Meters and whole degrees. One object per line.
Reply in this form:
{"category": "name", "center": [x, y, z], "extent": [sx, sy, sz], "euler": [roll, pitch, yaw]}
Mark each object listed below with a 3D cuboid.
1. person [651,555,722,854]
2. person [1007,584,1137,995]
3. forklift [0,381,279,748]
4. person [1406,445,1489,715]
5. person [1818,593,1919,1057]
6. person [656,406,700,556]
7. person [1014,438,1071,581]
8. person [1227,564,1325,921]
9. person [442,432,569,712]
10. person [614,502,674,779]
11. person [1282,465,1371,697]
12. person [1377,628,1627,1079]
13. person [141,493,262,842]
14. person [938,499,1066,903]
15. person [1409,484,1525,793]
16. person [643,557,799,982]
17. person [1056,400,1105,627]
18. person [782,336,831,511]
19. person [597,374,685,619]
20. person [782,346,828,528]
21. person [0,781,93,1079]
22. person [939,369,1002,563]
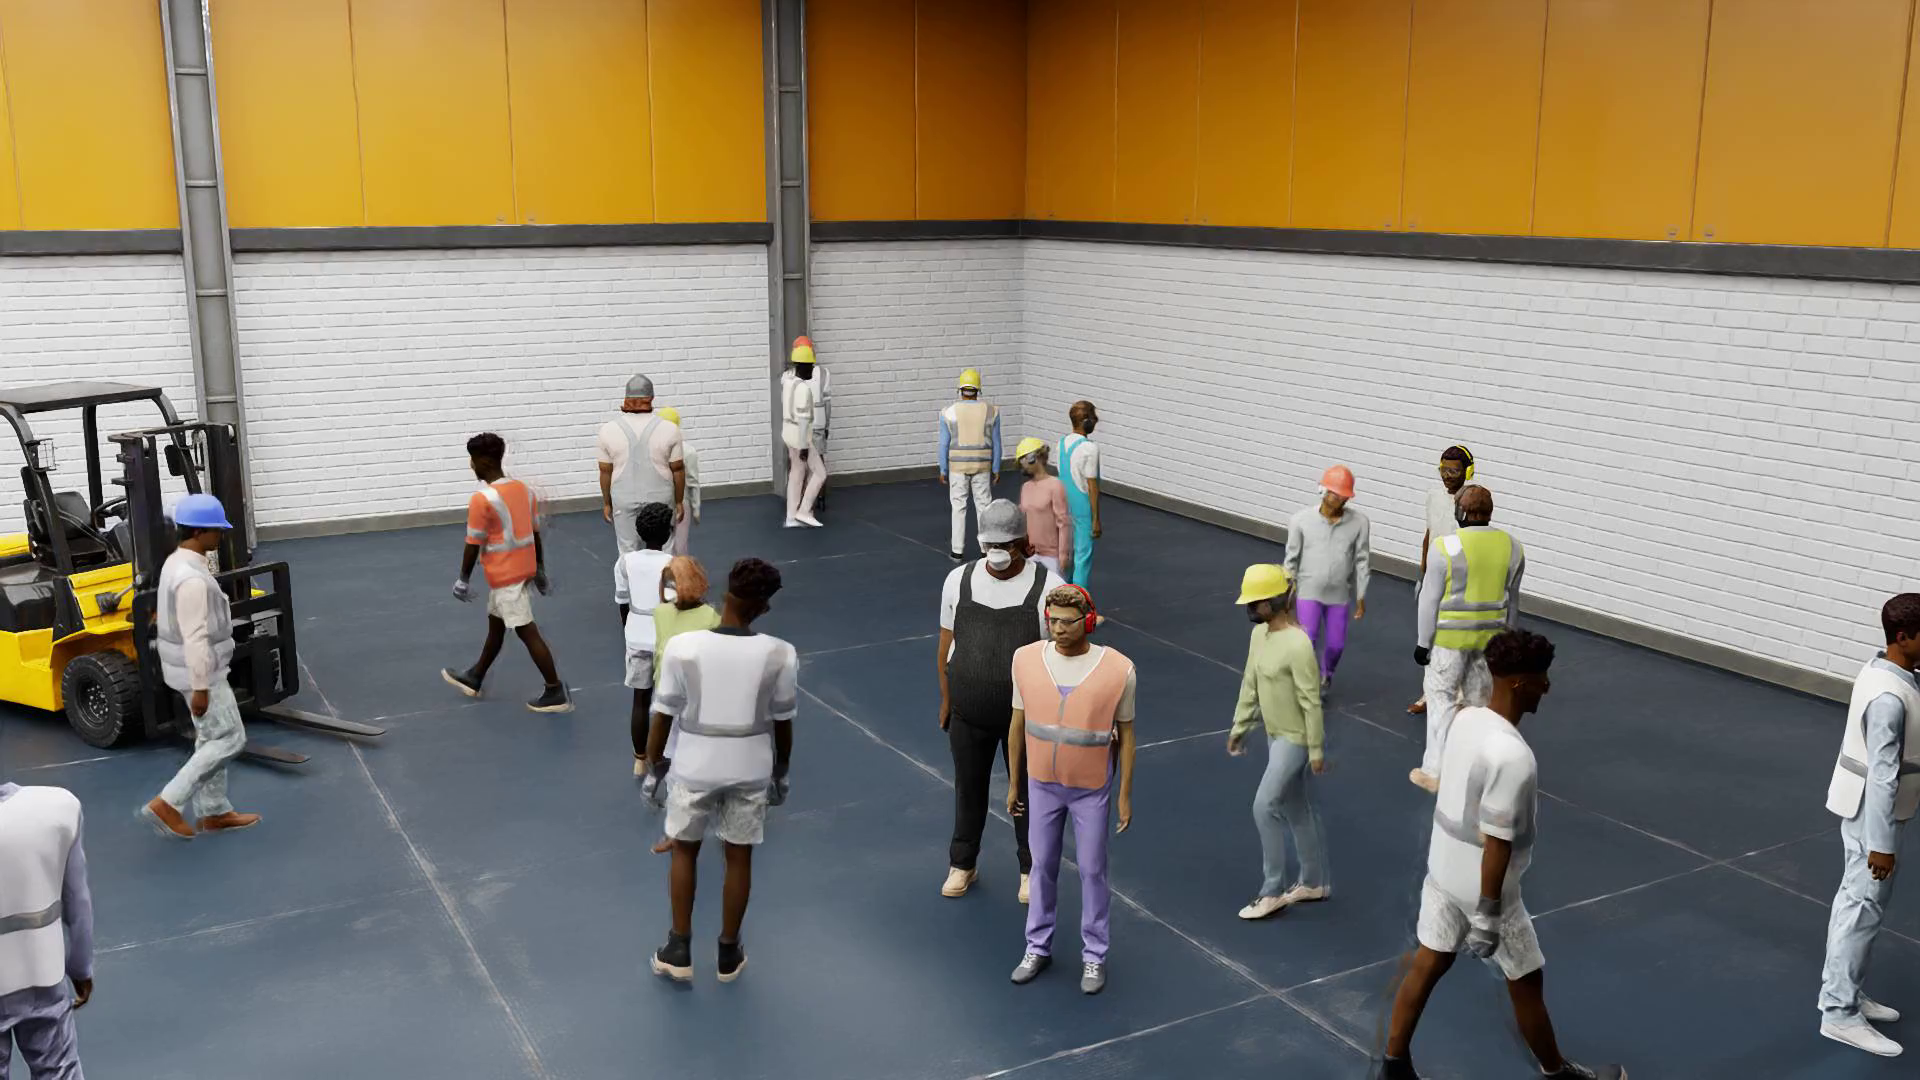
{"category": "person", "center": [-1.406, 0.856, 8.964], "extent": [0.504, 1.614, 0.606], "euler": [9, 15, 36]}
{"category": "person", "center": [0.490, 1.081, 7.351], "extent": [0.572, 1.843, 0.373], "euler": [4, 13, 19]}
{"category": "forklift", "center": [-5.853, 0.085, 11.199], "extent": [2.313, 2.155, 1.214], "euler": [7, 14, 28]}
{"category": "person", "center": [3.249, 0.288, 11.049], "extent": [0.327, 1.862, 0.511], "euler": [-9, 15, -37]}
{"category": "person", "center": [3.794, 1.144, 6.886], "extent": [0.377, 1.917, 0.600], "euler": [6, 14, 27]}
{"category": "person", "center": [-2.443, -0.288, 14.053], "extent": [0.535, 1.736, 0.569], "euler": [2, 12, 9]}
{"category": "person", "center": [0.628, 0.114, 12.211], "extent": [0.346, 1.718, 0.626], "euler": [-8, 15, -35]}
{"category": "person", "center": [1.527, 0.972, 8.121], "extent": [0.655, 1.731, 0.540], "euler": [-2, 12, -11]}
{"category": "person", "center": [-3.122, 0.220, 11.232], "extent": [1.039, 1.899, 0.599], "euler": [3, 12, 12]}
{"category": "person", "center": [-1.793, 0.614, 9.896], "extent": [0.535, 1.697, 0.318], "euler": [5, 13, 23]}
{"category": "person", "center": [2.448, 0.324, 11.205], "extent": [0.582, 1.728, 0.626], "euler": [0, 12, 0]}
{"category": "person", "center": [2.067, 1.267, 6.324], "extent": [0.998, 1.909, 0.631], "euler": [-1, 12, -7]}
{"category": "person", "center": [-4.116, 0.704, 8.958], "extent": [0.519, 1.918, 0.611], "euler": [-8, 14, -32]}
{"category": "person", "center": [0.199, 0.799, 8.215], "extent": [0.674, 2.000, 0.535], "euler": [3, 12, 13]}
{"category": "person", "center": [2.959, 0.582, 9.746], "extent": [0.636, 1.830, 0.429], "euler": [-4, 13, -16]}
{"category": "person", "center": [-1.060, 1.029, 7.434], "extent": [0.708, 1.920, 0.373], "euler": [-2, 12, -10]}
{"category": "person", "center": [0.960, -0.212, 13.435], "extent": [0.335, 1.841, 0.509], "euler": [-7, 14, -30]}
{"category": "person", "center": [-1.680, -1.264, 18.191], "extent": [0.542, 1.920, 0.419], "euler": [-3, 12, -15]}
{"category": "person", "center": [-2.579, -0.342, 13.562], "extent": [0.688, 2.000, 0.536], "euler": [-1, 12, -6]}
{"category": "person", "center": [-1.598, -1.054, 17.214], "extent": [0.513, 1.906, 0.608], "euler": [-5, 13, -21]}
{"category": "person", "center": [-3.121, 1.461, 5.428], "extent": [0.386, 1.912, 0.590], "euler": [11, 16, 41]}
{"category": "person", "center": [0.093, -0.697, 15.720], "extent": [0.600, 1.829, 0.404], "euler": [-1, 12, -6]}
